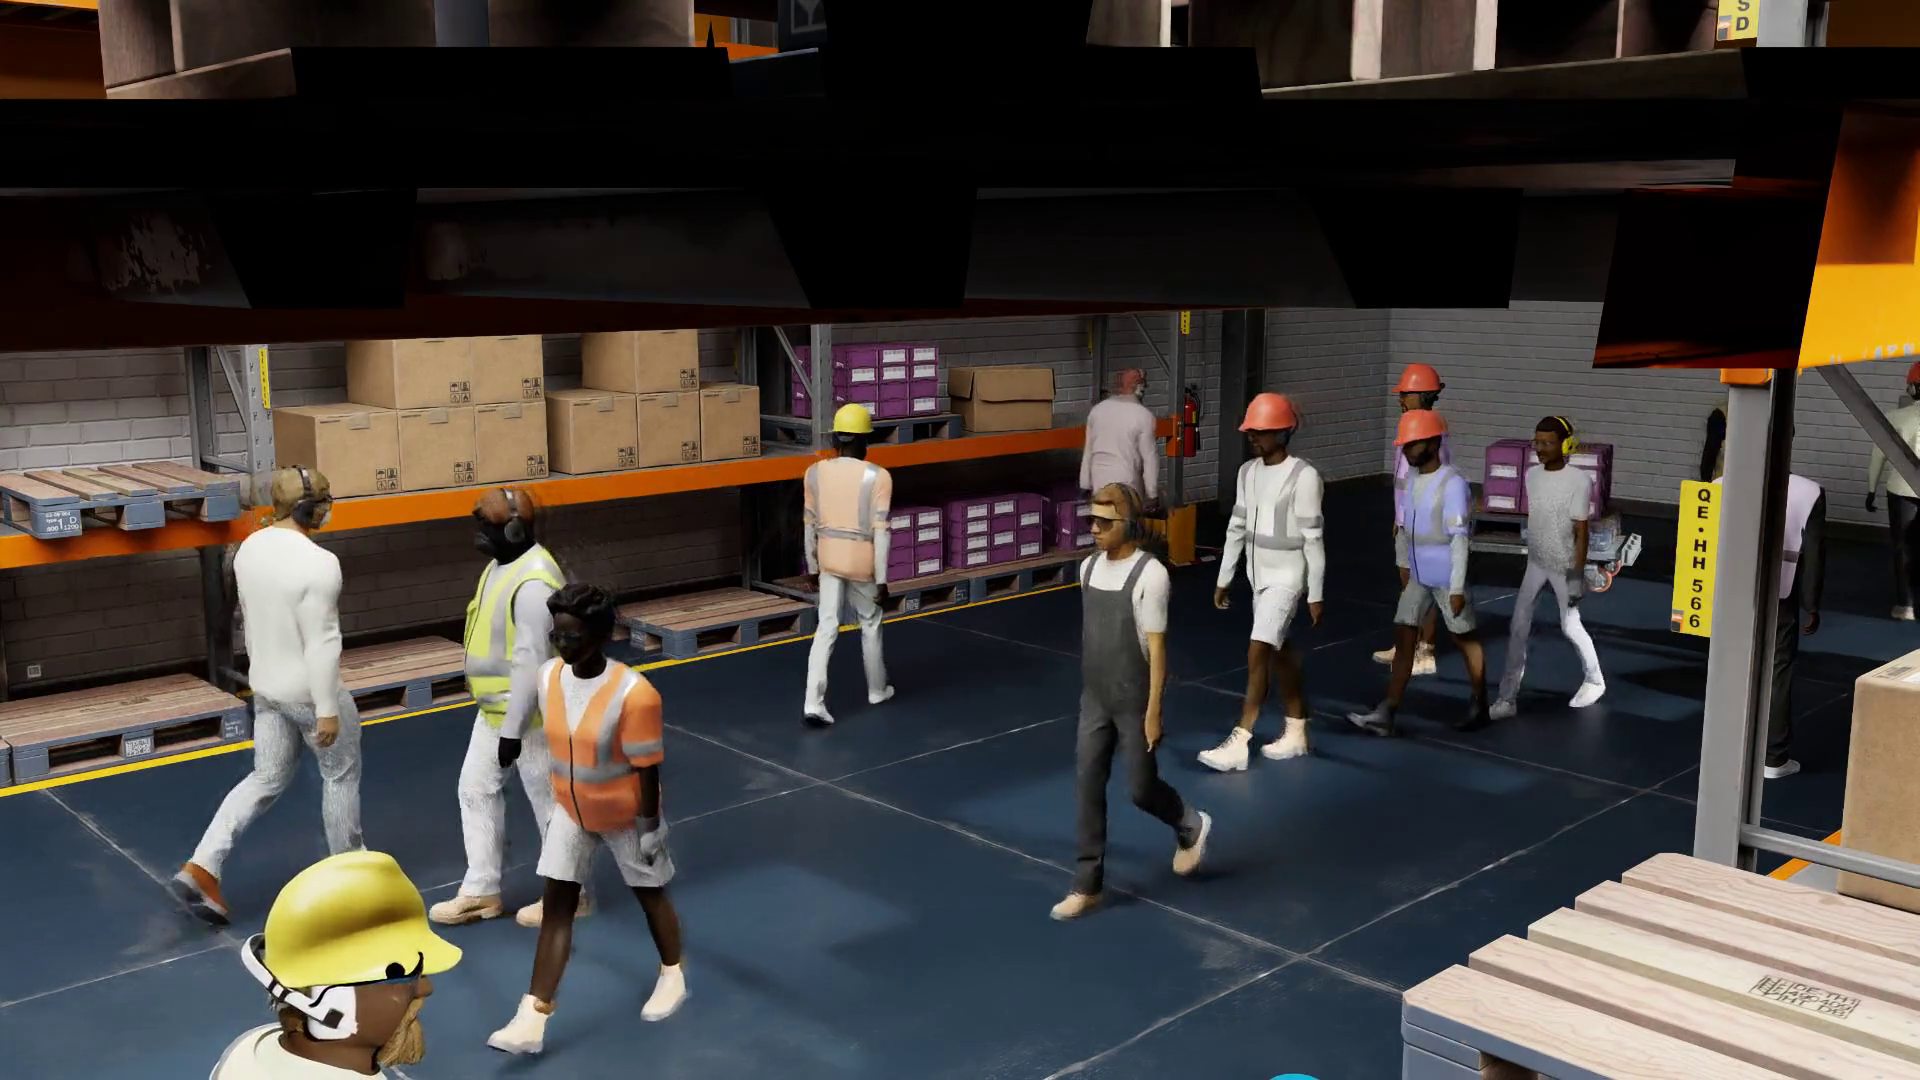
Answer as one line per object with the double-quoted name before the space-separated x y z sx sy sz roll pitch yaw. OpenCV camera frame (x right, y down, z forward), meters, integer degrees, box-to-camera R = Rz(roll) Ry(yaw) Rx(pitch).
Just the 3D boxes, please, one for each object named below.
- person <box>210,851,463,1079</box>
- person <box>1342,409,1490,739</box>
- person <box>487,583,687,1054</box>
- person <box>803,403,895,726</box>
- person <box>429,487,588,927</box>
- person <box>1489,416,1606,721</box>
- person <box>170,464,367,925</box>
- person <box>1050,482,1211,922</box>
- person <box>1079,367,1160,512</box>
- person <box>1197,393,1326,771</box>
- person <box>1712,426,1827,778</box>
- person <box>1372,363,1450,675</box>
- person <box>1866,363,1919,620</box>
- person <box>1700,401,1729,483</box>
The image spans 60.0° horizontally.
"person" -0.946 1.382 2.663 0.404 1.828 0.603 -9 13 -42
"person" 2.677 0.207 9.421 1.002 1.869 0.675 -4 10 -22
"person" -1.259 0.954 5.713 0.541 1.639 0.878 5 11 26
"person" -0.670 0.135 9.822 0.596 1.884 0.999 4 10 21
"person" -1.867 0.697 6.673 0.757 1.820 0.640 -5 11 -29
"person" 3.560 0.155 9.913 0.993 1.819 0.527 -6 11 -32
"person" -2.816 0.637 6.873 0.646 1.907 0.920 6 11 32
"person" 0.723 0.652 6.971 0.797 1.826 0.522 -8 13 -41
"person" 1.297 -0.420 13.096 0.759 1.869 0.654 -8 13 -40
"person" 1.555 0.230 8.869 0.908 2.009 0.644 -4 11 -25
"person" 4.215 0.297 8.757 0.587 1.920 0.391 8 12 38
"person" 2.983 -0.136 10.931 0.378 2.044 0.607 -1 10 -5
"person" 7.280 -0.388 12.704 0.626 1.949 0.928 3 10 16
"person" 6.477 -0.471 13.585 0.652 1.803 0.865 -2 10 -12
